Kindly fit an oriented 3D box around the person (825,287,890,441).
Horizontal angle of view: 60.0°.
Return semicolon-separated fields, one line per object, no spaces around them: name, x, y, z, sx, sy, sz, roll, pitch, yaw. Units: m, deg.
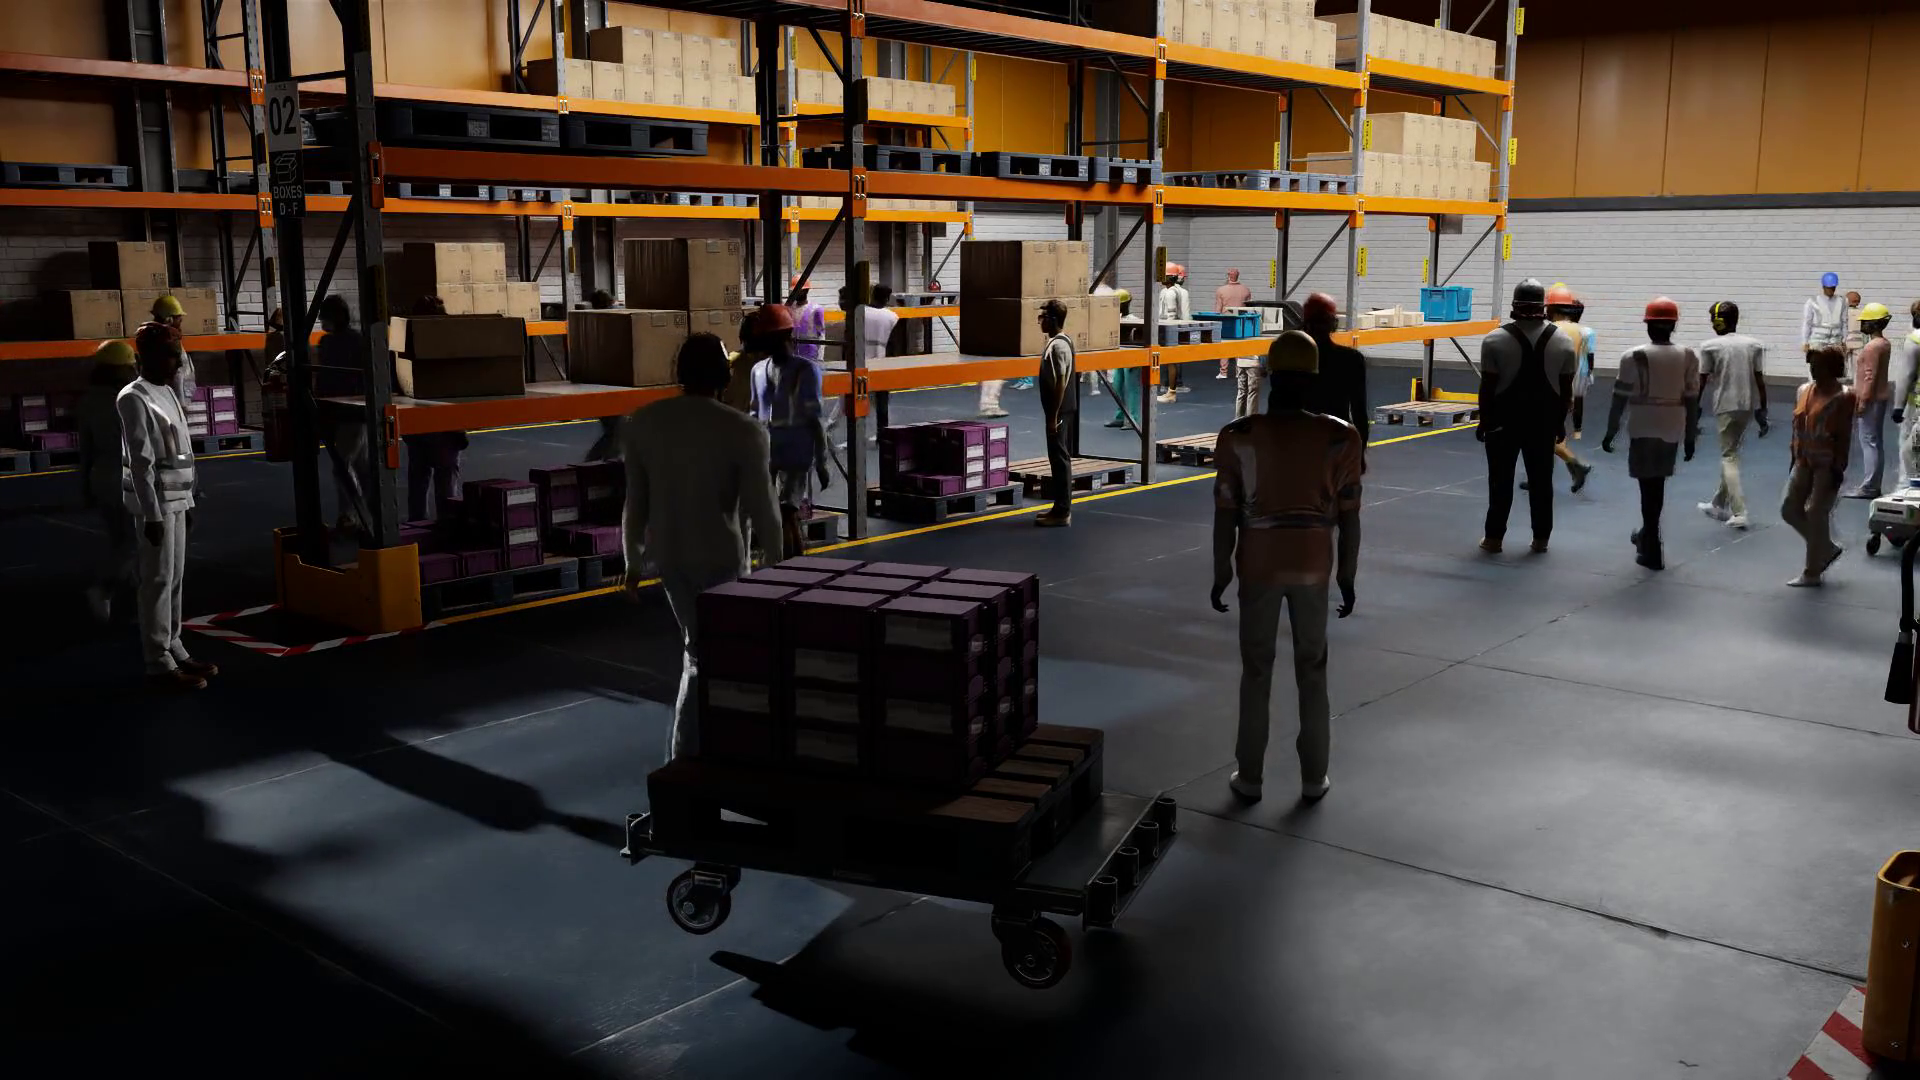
person;-1.246;-2.034;19.359;1.021;1.805;0.501;-3;10;-17

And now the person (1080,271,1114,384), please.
person;2.250;-3.535;27.735;0.849;1.871;0.649;9;13;40

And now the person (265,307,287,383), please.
person;-7.260;-1.686;17.898;0.493;1.625;0.281;7;12;34

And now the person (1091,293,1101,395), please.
person;1.920;-2.977;25.311;0.508;1.597;0.810;5;11;28

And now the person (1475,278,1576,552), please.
person;4.169;-0.926;12.380;0.690;2.000;0.538;0;10;3

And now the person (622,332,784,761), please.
person;-1.015;0.084;7.008;0.660;1.901;0.911;4;11;22

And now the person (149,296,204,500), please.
person;-7.076;-1.270;14.939;0.404;1.827;0.600;-8;13;-40

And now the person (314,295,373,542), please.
person;-4.732;-0.928;12.791;0.732;1.892;0.716;9;13;42

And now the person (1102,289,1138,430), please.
person;2.030;-2.241;20.728;0.376;1.744;0.555;-2;10;-12

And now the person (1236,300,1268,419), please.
person;3.535;-2.092;20.192;0.313;1.633;0.511;-5;11;-28

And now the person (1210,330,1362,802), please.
person;1.322;0.113;6.788;0.595;1.925;0.373;1;10;4

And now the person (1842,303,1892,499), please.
person;8.196;-1.250;15.009;0.326;1.767;0.533;9;13;41

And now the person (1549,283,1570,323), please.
person;8.434;-2.745;23.517;0.310;1.768;0.533;0;10;3

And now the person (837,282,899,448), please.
person;-1.050;-1.951;18.718;0.741;1.875;0.381;-2;10;-10

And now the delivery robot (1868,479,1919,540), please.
delivery robot;7.032;-0.209;12.250;0.707;0.478;0.477;-6;12;-33

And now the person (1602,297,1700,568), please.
person;4.952;-0.789;11.990;0.570;1.893;0.925;0;10;0

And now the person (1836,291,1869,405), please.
person;12.786;-2.750;23.916;0.515;1.636;0.312;2;10;11

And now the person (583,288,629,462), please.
person;-3.198;-1.297;14.909;0.554;1.903;0.677;-2;10;-10

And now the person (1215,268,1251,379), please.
person;4.681;-3.728;28.698;0.651;1.913;0.410;-2;10;-12

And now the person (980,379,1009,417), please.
person;0.479;-2.627;22.324;0.517;1.946;0.647;-5;11;-25

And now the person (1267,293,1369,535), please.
person;2.336;-0.649;11.051;0.650;1.947;0.985;0;10;-2

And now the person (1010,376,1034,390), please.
person;1.028;-3.306;26.494;0.387;1.841;0.565;-2;10;-13

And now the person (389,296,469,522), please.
person;-3.899;-0.855;12.363;0.651;1.904;0.403;5;11;27

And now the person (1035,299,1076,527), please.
person;0.777;-1.025;13.500;0.327;1.843;0.515;1;10;8

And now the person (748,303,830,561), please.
person;-1.153;-0.490;10.268;0.566;1.907;0.750;7;12;36

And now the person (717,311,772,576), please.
person;-1.312;-0.572;10.927;0.626;1.847;0.429;4;11;22

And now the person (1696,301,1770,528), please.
person;6.278;-1.028;13.592;0.545;1.820;0.918;-1;10;-5

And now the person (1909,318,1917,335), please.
person;10.505;-1.780;17.833;0.750;1.849;0.591;-5;11;-26

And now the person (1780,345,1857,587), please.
person;5.748;-0.492;11.098;0.410;1.624;0.527;-2;10;-13

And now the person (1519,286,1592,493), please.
person;5.465;-1.350;15.157;0.552;1.915;0.731;-7;12;-35

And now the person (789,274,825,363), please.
person;-1.918;-2.252;20.223;0.552;1.934;0.373;3;11;19

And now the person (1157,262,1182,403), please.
person;3.045;-3.020;24.286;0.370;2.048;0.607;2;10;11

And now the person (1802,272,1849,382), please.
person;12.122;-2.788;23.307;0.626;1.924;0.479;1;10;3

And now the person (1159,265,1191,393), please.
person;3.380;-3.304;26.055;0.400;1.989;0.623;-7;12;-36

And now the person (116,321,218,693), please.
person;-4.073;-0.170;8.515;0.355;1.887;0.573;-2;10;-11

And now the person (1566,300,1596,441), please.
person;7.055;-1.948;19.286;0.557;1.660;0.801;6;12;33

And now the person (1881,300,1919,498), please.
person;8.563;-1.204;14.607;0.794;1.820;0.535;-3;10;-16

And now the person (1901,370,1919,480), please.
person;8.093;-1.061;13.794;0.625;1.811;0.522;-6;11;-29

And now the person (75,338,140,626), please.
person;-5.008;-0.322;9.824;0.495;1.721;0.596;2;10;10
